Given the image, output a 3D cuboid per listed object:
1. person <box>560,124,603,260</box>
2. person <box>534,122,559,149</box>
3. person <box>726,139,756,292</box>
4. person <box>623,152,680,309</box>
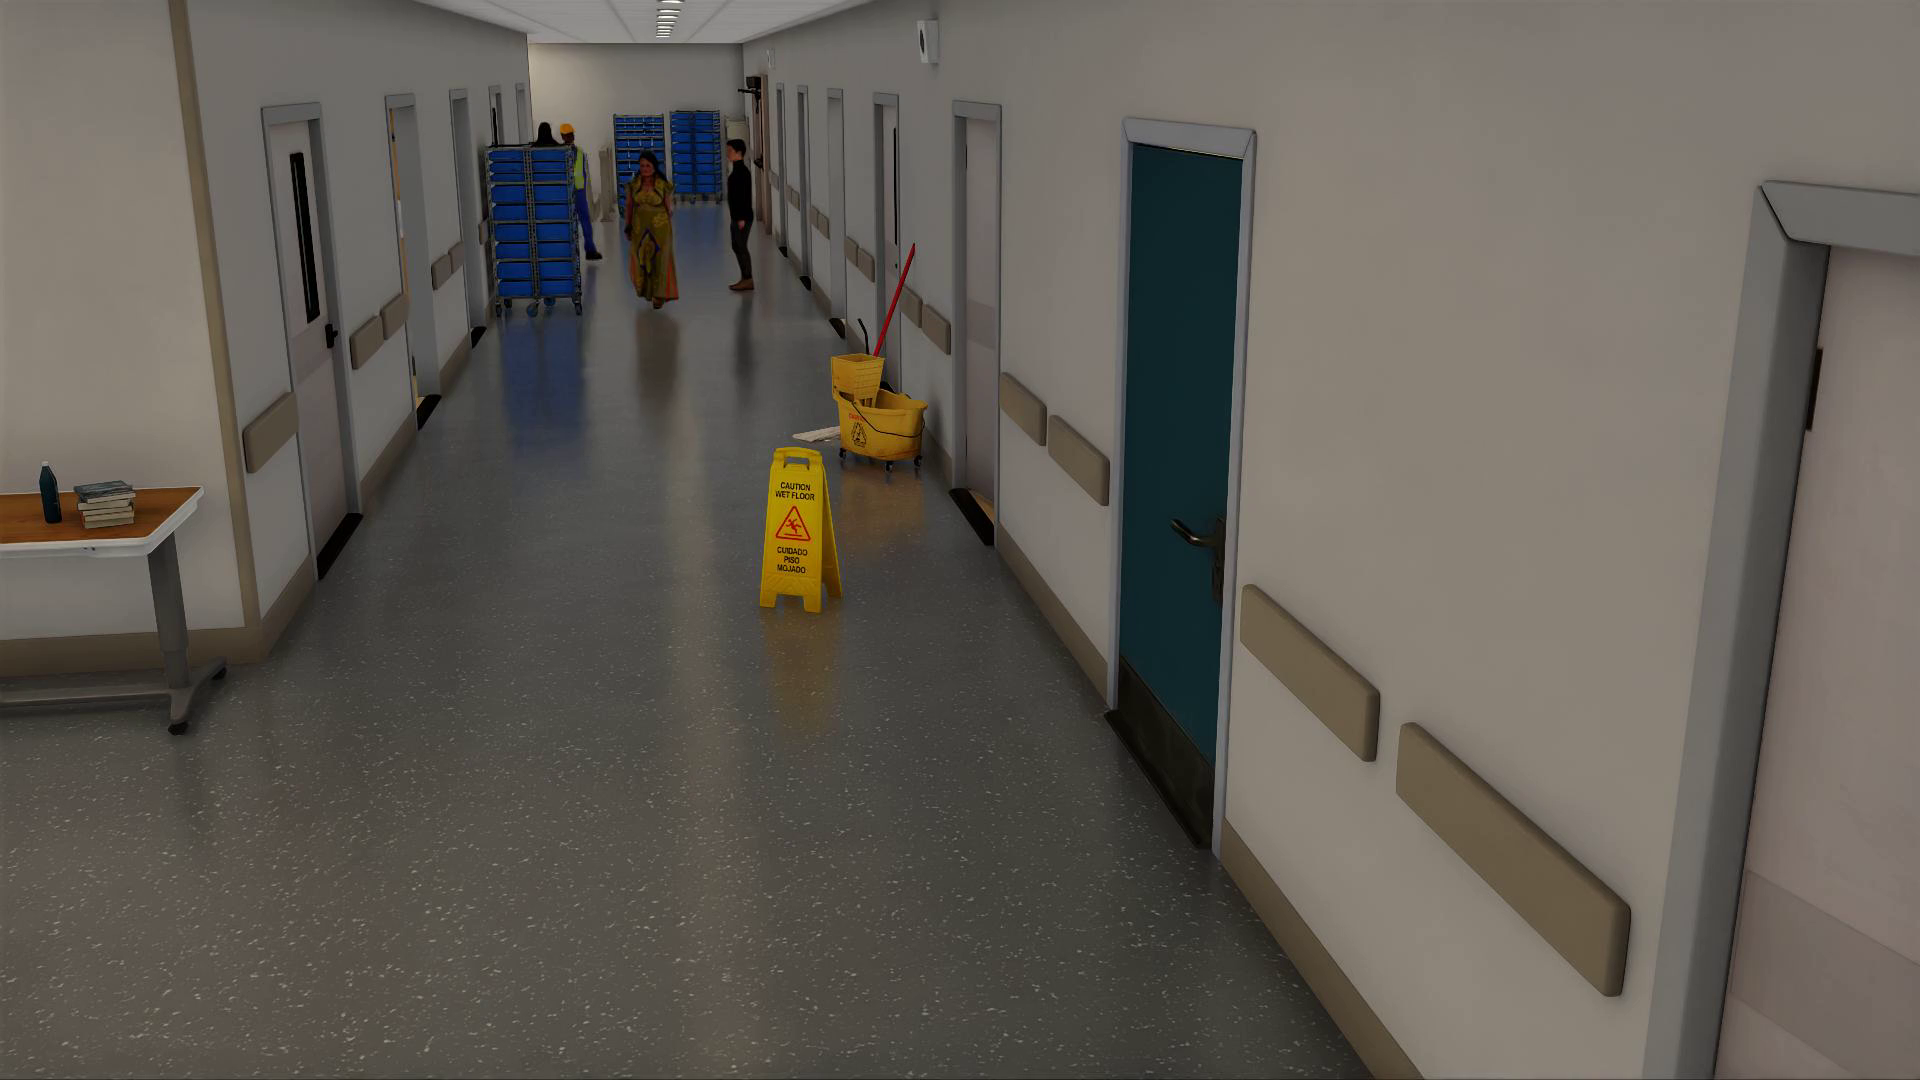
[{"bbox_3d":[-5.242,-4.603,22.164,1.275,1.764,1.087,14,21,41],"label":"person"},{"bbox_3d":[-6.846,-6.113,27.721,0.623,1.655,0.570,-6,17,-20],"label":"person"},{"bbox_3d":[-2.537,-3.771,19.289,0.728,1.721,0.497,-4,16,-15],"label":"person"},{"bbox_3d":[-3.317,-3.313,17.859,0.793,1.616,1.190,-1,16,-4],"label":"person"}]
